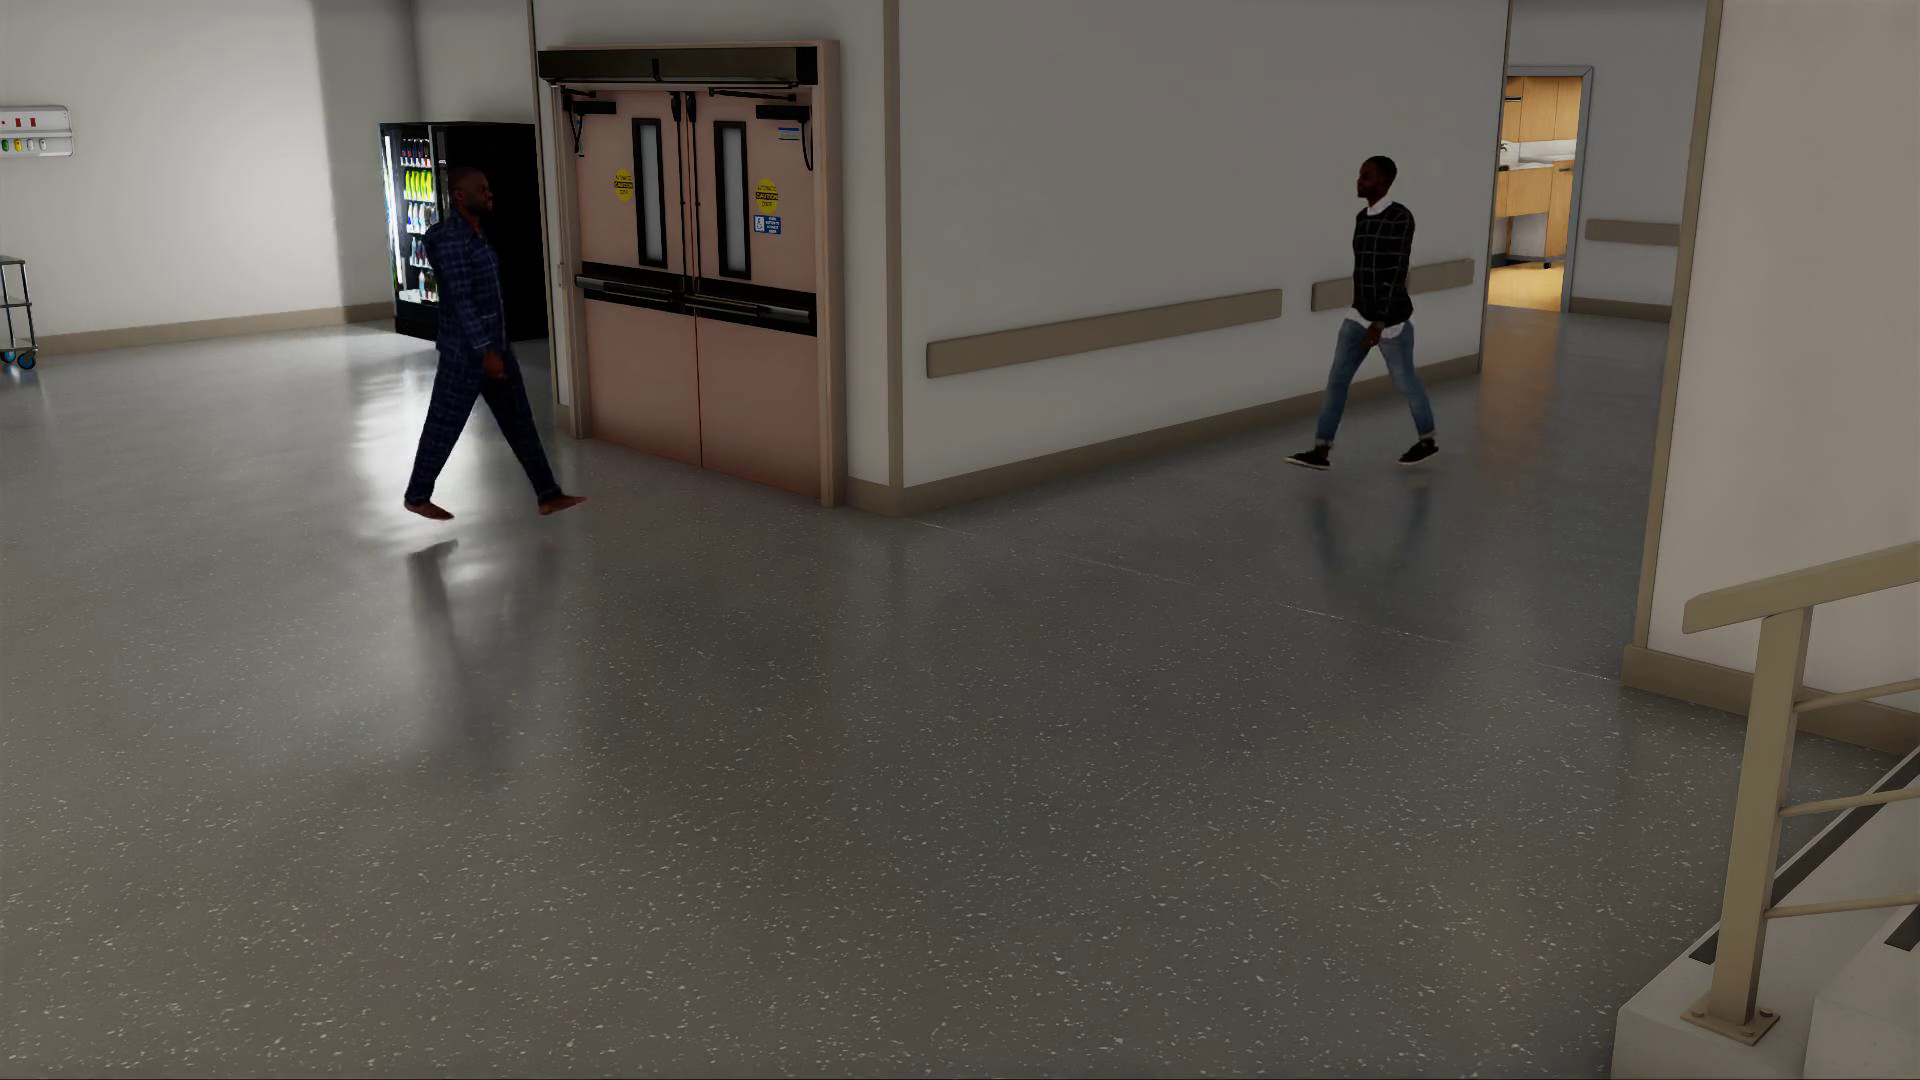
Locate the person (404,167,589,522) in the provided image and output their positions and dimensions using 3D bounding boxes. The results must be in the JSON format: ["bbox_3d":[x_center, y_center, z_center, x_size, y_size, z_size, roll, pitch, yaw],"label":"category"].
[{"bbox_3d":[-2.543,-0.935,8.373,1.289,1.777,1.148,2,16,8],"label":"person"}]

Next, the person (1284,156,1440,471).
[{"bbox_3d":[2.477,-1.233,9.455,0.983,1.765,1.264,-8,17,-25],"label":"person"}]
